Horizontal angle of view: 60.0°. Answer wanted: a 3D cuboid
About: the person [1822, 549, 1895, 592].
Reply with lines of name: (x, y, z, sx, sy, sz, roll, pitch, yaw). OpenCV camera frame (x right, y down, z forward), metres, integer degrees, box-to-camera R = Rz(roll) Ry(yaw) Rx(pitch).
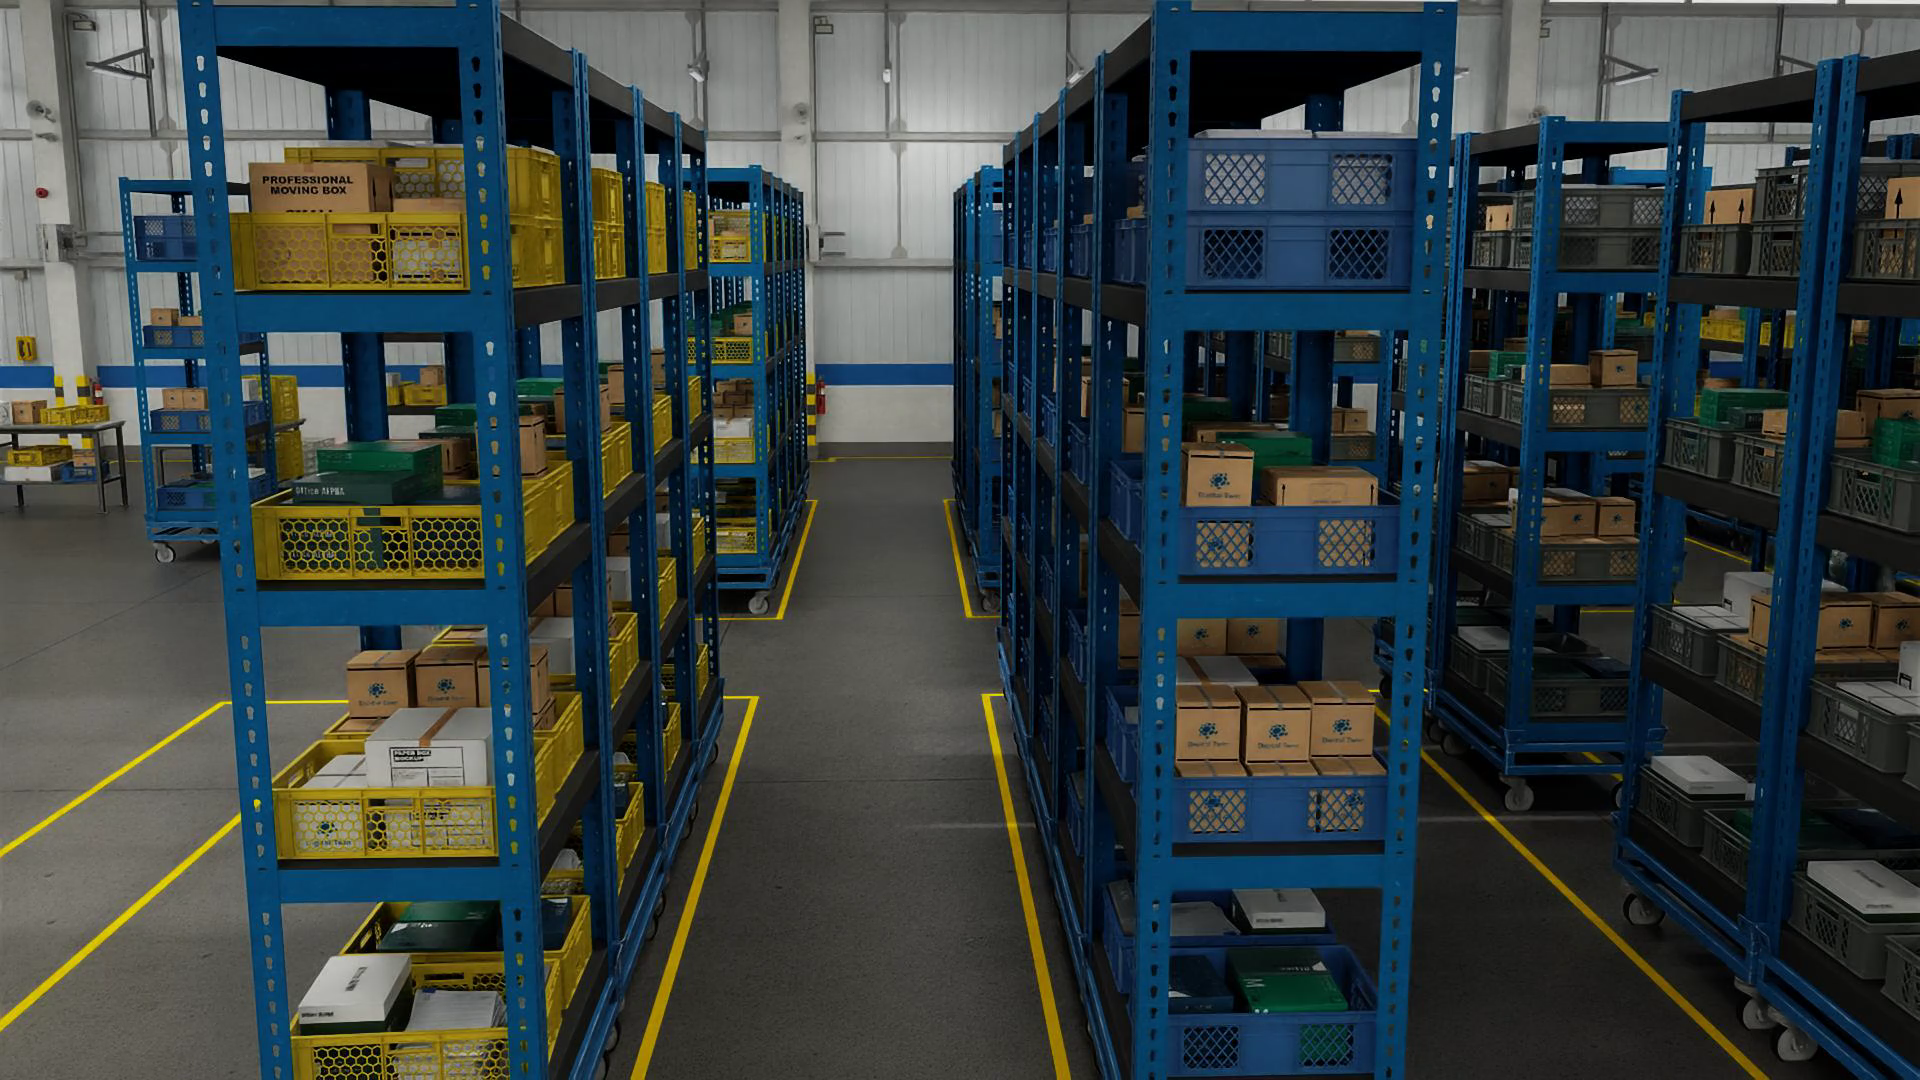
person: (7.075, -0.206, 13.078, 0.911, 1.792, 0.603, -2, 10, -10)
